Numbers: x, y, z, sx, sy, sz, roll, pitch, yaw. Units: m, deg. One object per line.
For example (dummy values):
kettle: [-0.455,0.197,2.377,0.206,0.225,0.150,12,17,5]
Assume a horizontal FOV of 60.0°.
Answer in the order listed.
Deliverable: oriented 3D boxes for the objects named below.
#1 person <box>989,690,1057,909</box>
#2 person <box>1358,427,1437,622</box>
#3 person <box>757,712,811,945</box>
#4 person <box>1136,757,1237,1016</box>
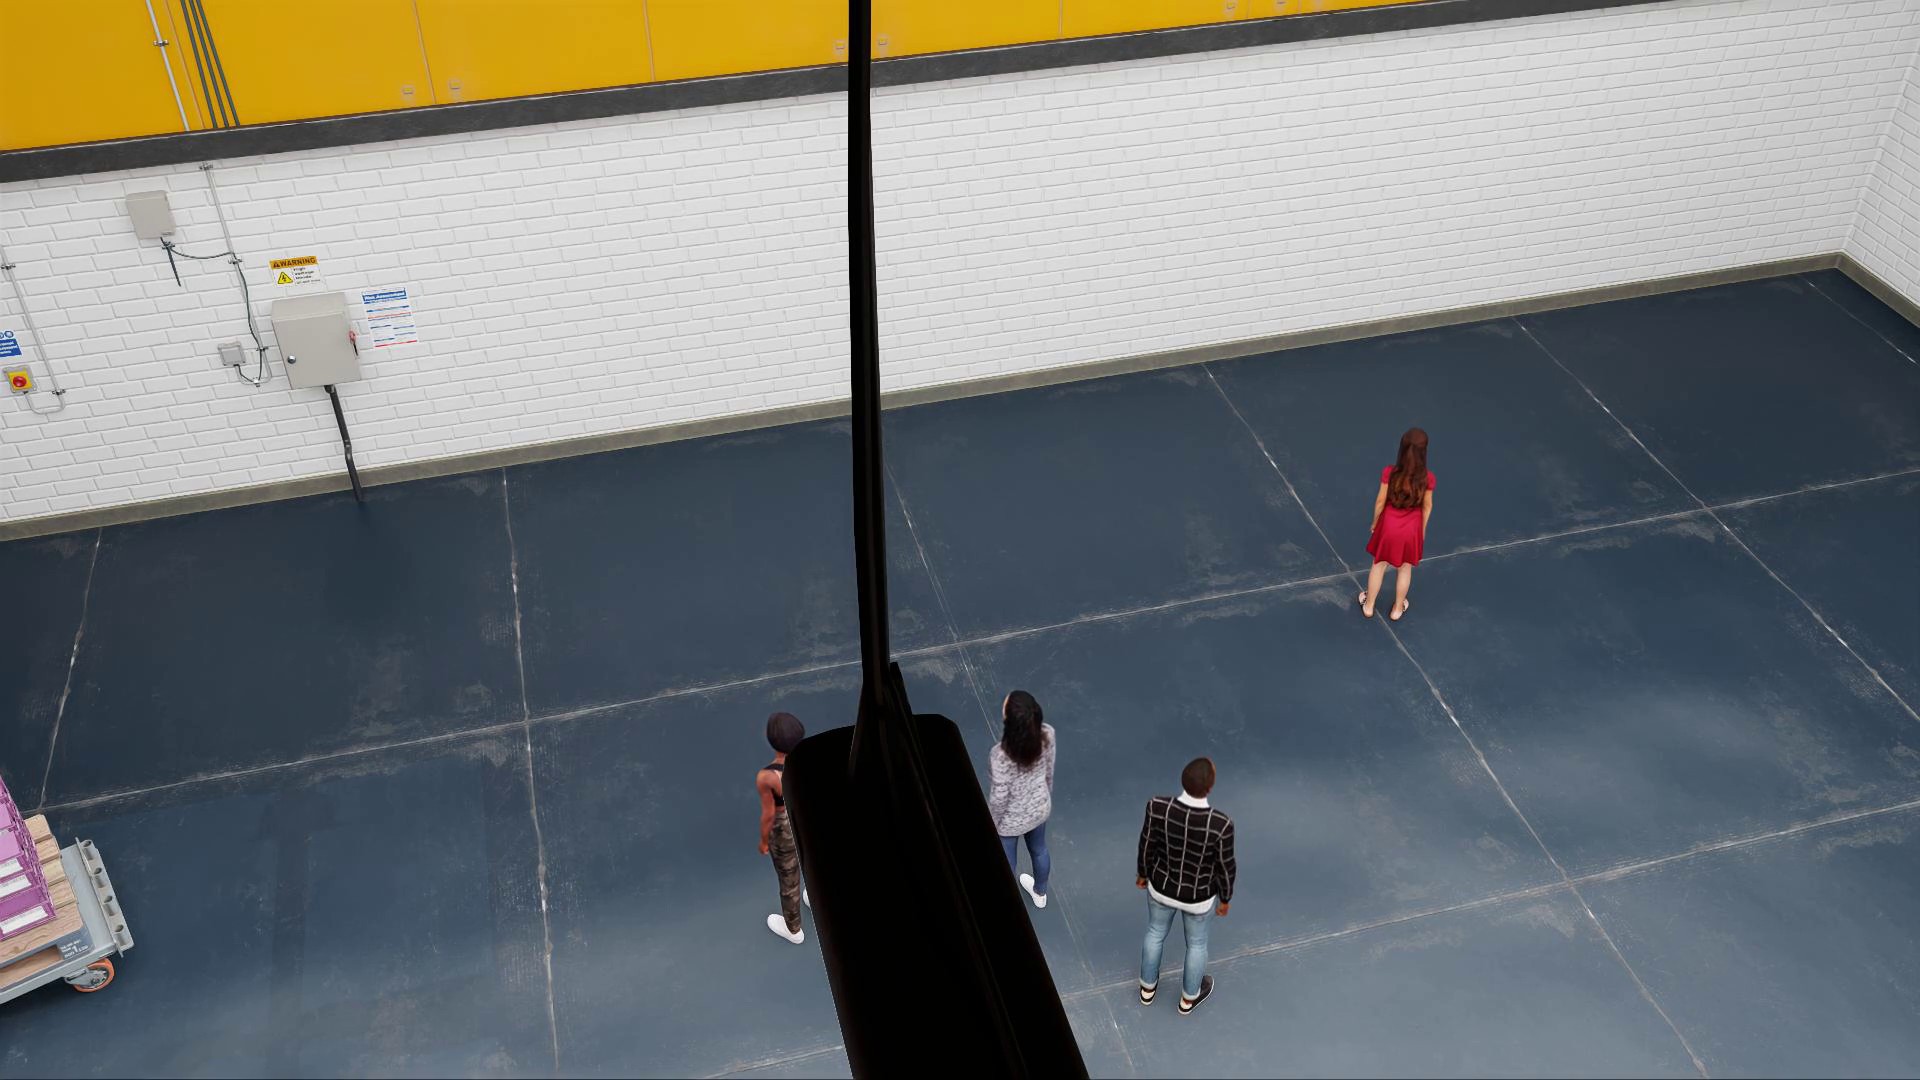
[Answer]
person: [0.333,1.496,9.276,0.678,1.733,0.654,-26,45,-28]
person: [3.017,-0.104,11.421,0.655,1.556,0.717,8,39,10]
person: [-0.918,1.582,9.194,0.658,1.701,0.676,-31,48,-33]
person: [1.171,1.829,8.789,0.744,1.819,0.765,14,41,17]
